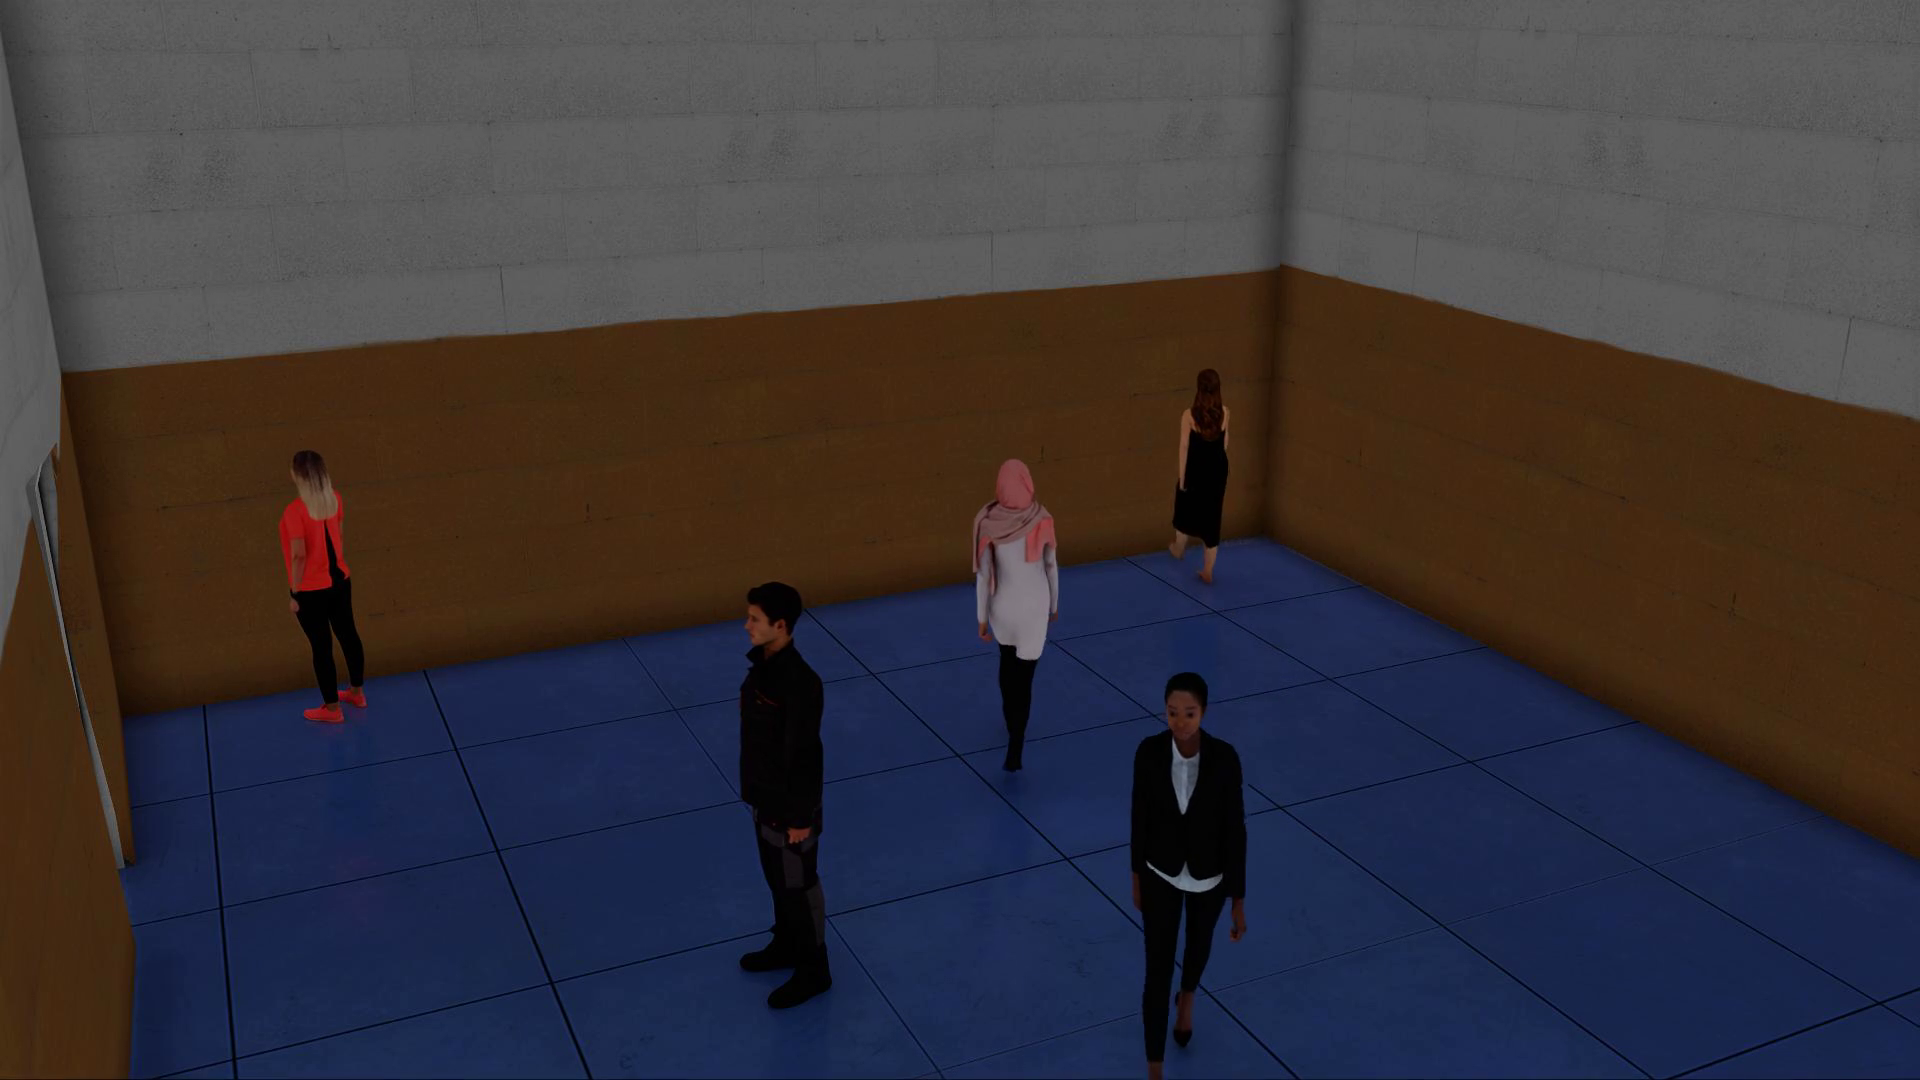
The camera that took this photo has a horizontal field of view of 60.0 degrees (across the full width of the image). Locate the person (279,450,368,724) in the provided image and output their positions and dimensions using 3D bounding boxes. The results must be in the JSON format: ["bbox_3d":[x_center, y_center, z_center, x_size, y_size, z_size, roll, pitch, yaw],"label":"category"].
[{"bbox_3d":[-3.856,0.271,10.067,0.732,1.694,0.667,7,20,20],"label":"person"}]

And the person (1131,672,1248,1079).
[{"bbox_3d":[0.915,1.368,6.668,1.146,1.787,1.096,3,19,9],"label":"person"}]

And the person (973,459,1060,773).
[{"bbox_3d":[0.330,0.462,9.394,1.193,1.763,1.134,3,19,9],"label":"person"}]

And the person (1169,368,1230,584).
[{"bbox_3d":[1.843,-0.447,12.350,0.940,1.596,0.788,-3,19,-8],"label":"person"}]

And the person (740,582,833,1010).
[{"bbox_3d":[-0.755,1.086,7.257,0.568,1.945,0.688,-8,20,-22],"label":"person"}]
